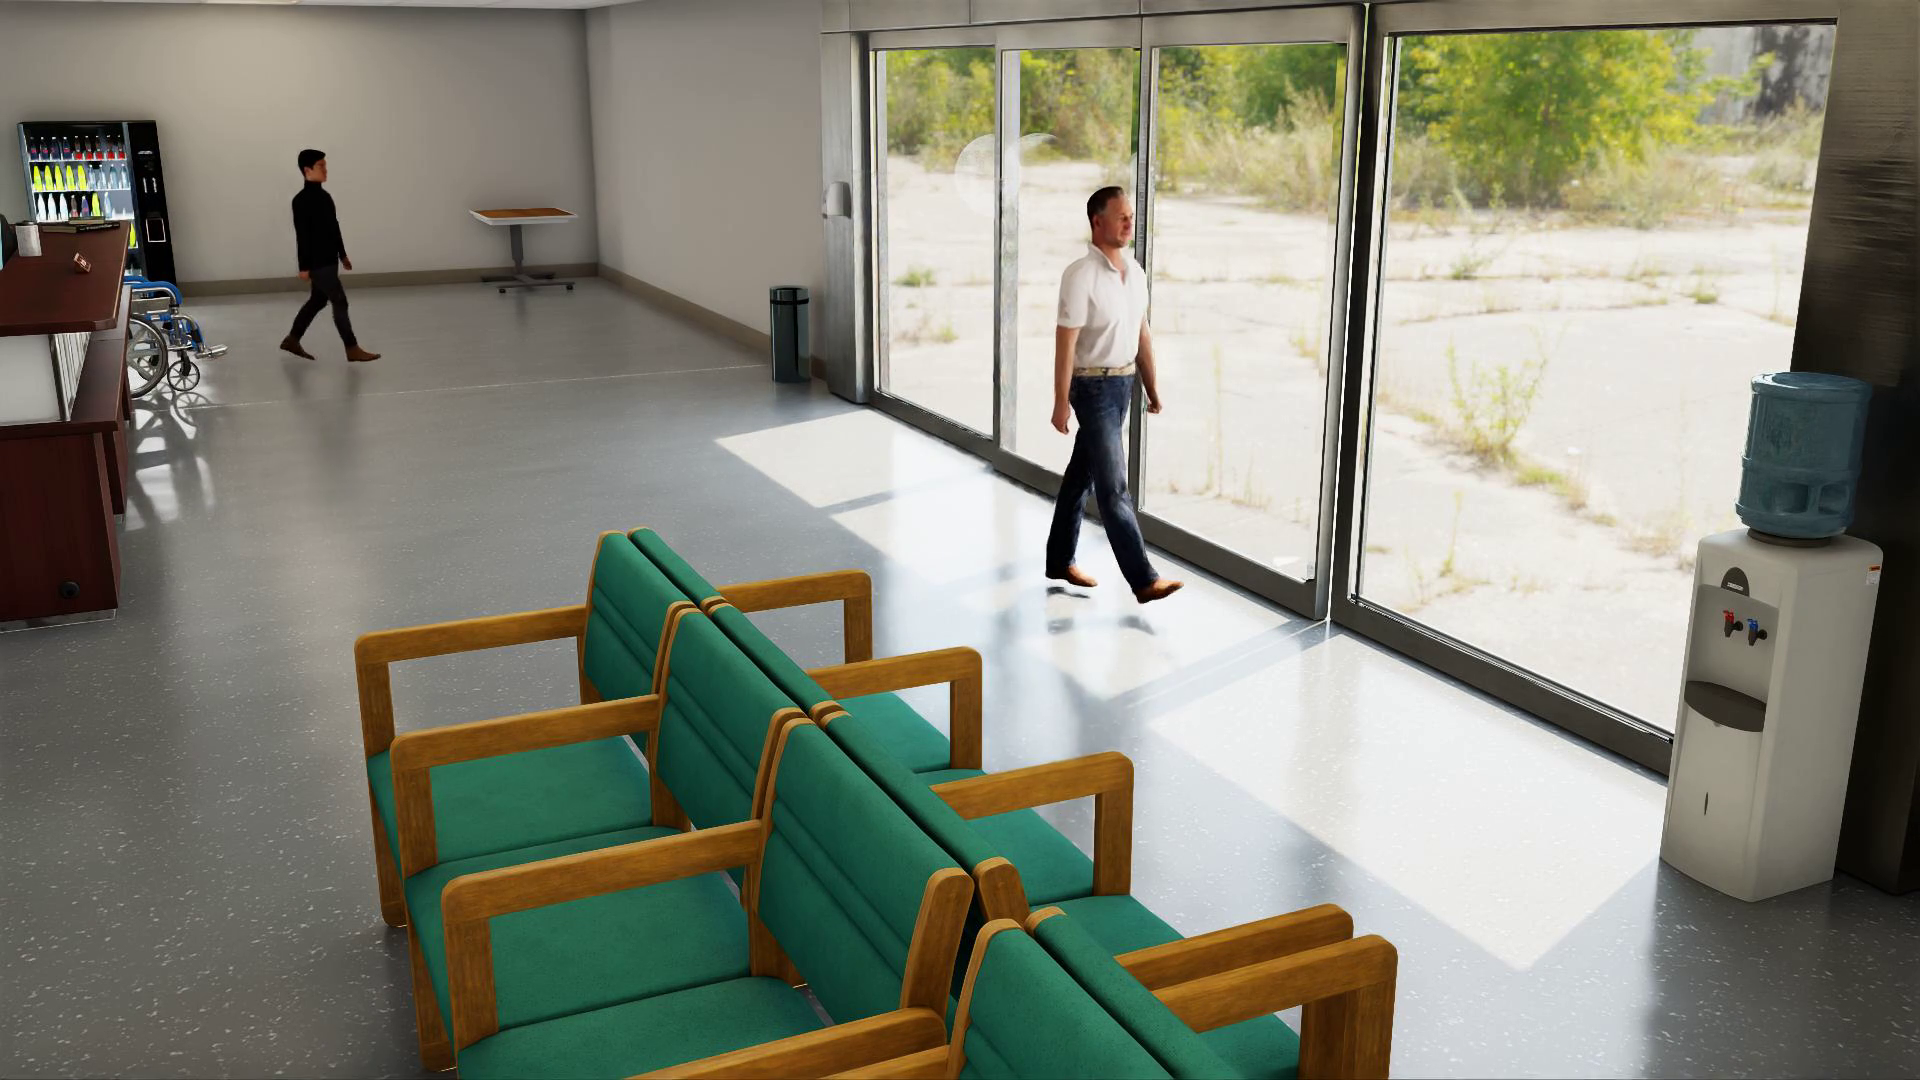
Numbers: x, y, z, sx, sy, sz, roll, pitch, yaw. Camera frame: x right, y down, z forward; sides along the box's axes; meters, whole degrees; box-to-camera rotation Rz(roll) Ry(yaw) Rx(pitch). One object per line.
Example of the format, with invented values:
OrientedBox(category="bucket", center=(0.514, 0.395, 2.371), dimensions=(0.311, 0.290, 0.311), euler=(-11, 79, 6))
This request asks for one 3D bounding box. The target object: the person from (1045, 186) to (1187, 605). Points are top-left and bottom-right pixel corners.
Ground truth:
OrientedBox(category="person", center=(0.546, -0.647, 7.463), dimensions=(1.007, 1.823, 1.150), euler=(15, 21, 42))

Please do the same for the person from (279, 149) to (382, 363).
OrientedBox(category="person", center=(-5.226, -2.262, 13.424), dimensions=(1.181, 1.697, 0.945), euler=(0, 16, 1))
